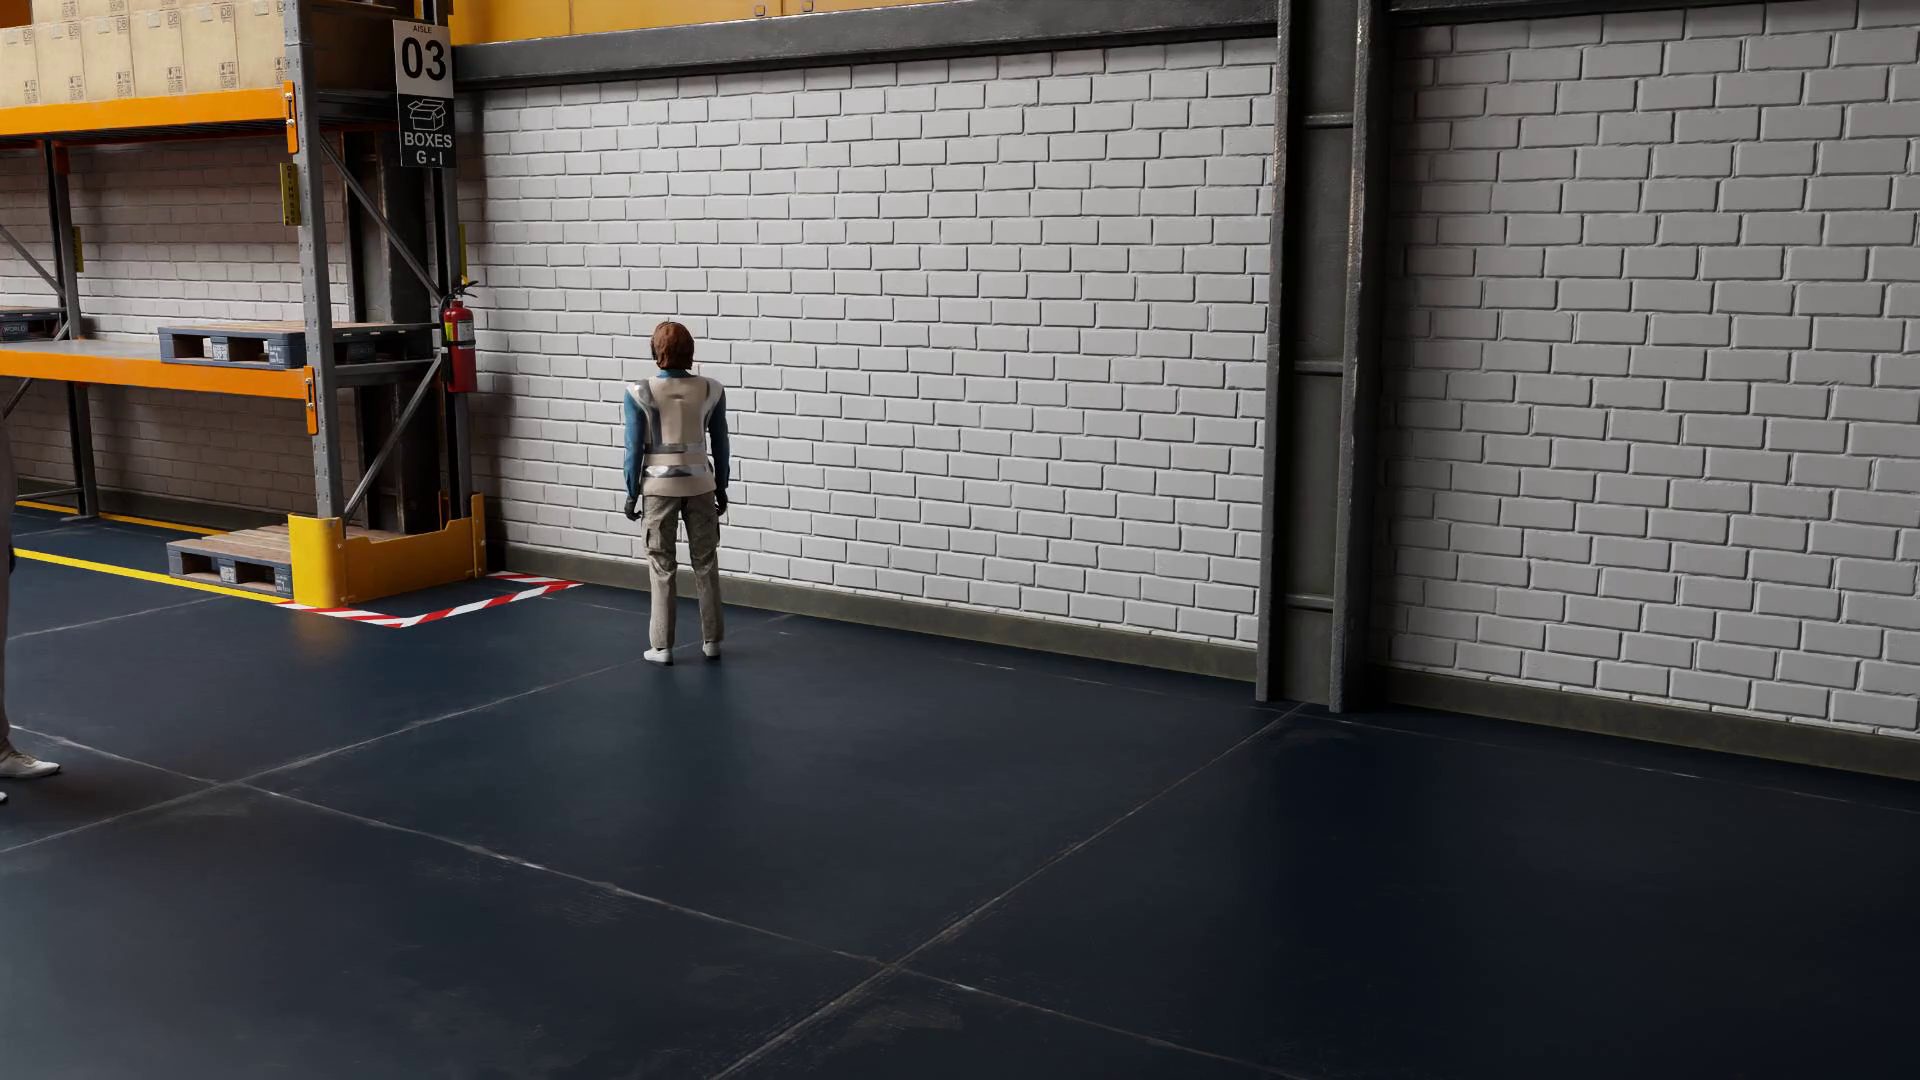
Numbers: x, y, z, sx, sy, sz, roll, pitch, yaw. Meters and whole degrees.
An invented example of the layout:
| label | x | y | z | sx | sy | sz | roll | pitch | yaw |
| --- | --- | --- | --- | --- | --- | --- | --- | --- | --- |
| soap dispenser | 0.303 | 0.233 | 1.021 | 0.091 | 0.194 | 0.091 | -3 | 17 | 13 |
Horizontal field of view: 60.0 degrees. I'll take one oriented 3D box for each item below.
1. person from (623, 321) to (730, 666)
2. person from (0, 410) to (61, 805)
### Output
| label | x | y | z | sx | sy | sz | roll | pitch | yaw |
| --- | --- | --- | --- | --- | --- | --- | --- | --- | --- |
| person | -1.348 | -0.217 | 7.945 | 0.524 | 1.639 | 0.308 | -5 | 11 | -26 |
| person | -3.595 | 0.011 | 5.982 | 0.400 | 1.896 | 0.648 | -1 | 10 | -5 |
